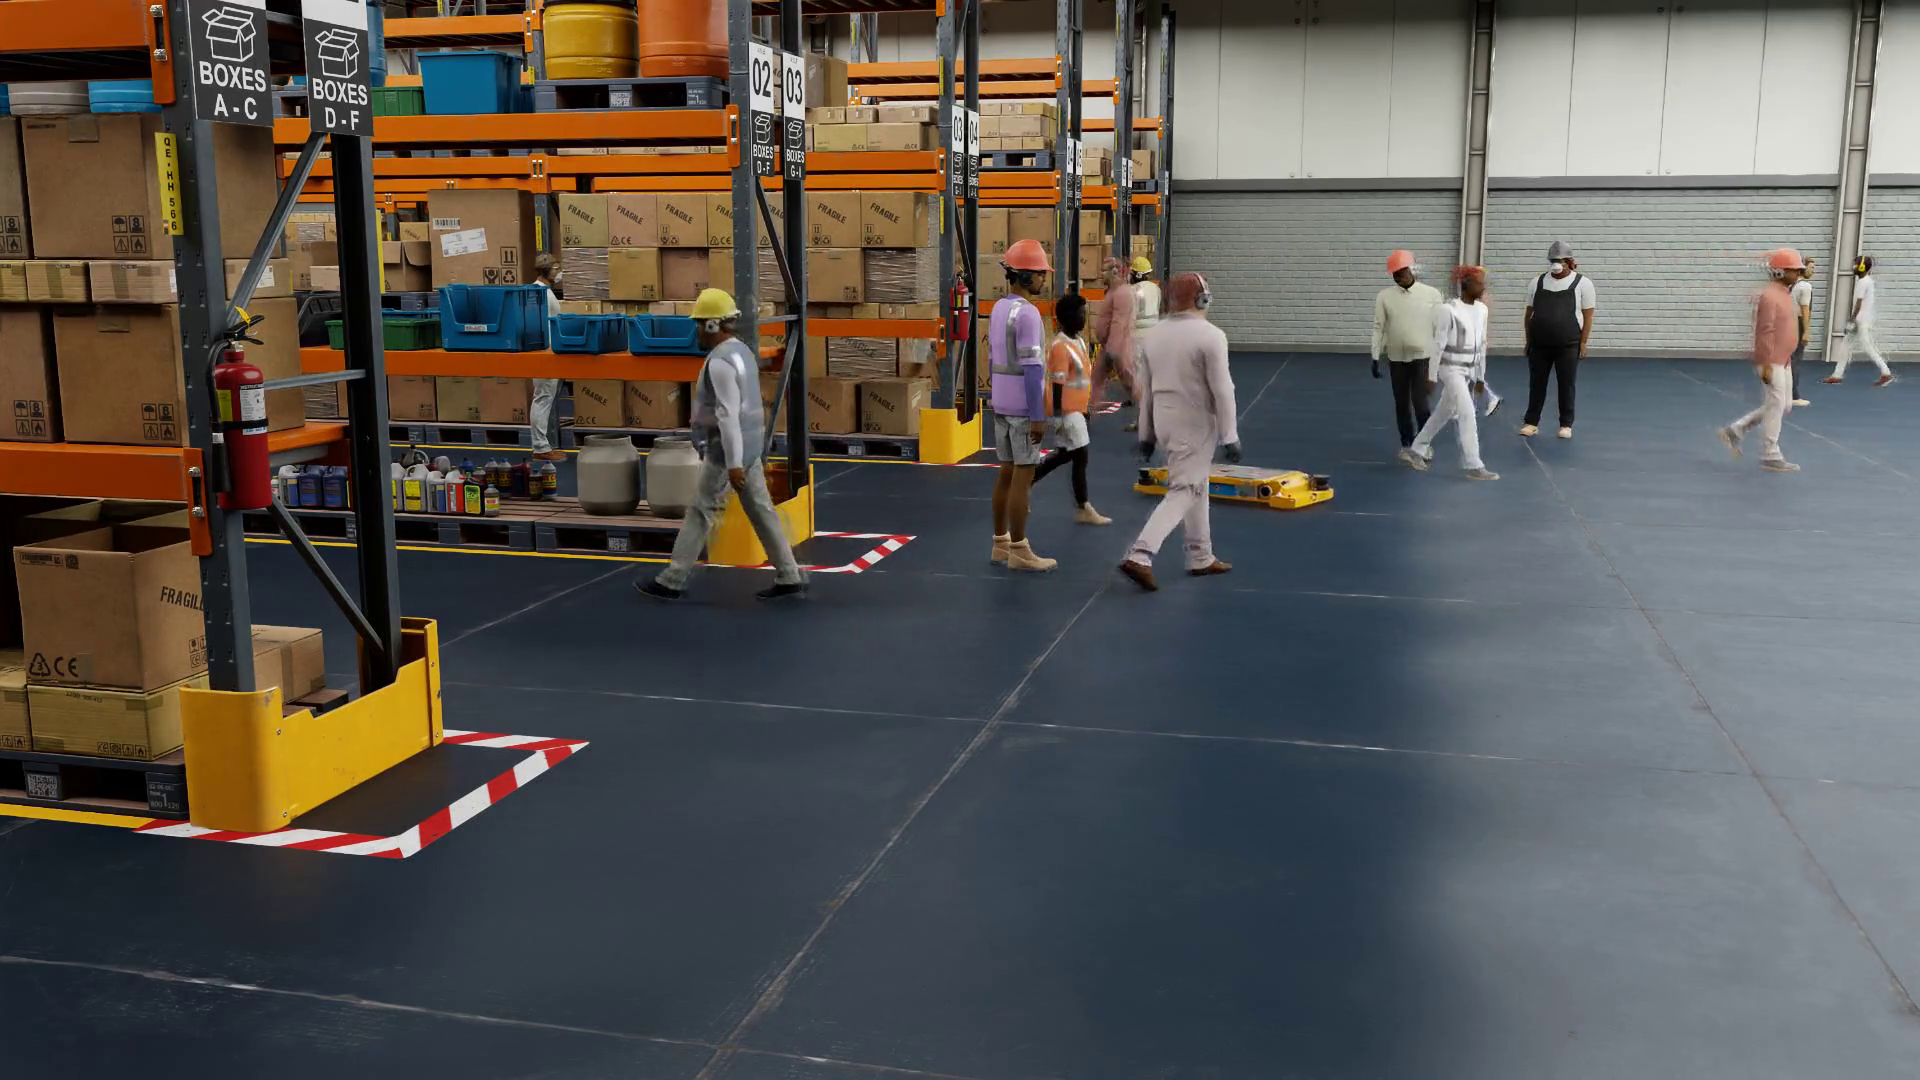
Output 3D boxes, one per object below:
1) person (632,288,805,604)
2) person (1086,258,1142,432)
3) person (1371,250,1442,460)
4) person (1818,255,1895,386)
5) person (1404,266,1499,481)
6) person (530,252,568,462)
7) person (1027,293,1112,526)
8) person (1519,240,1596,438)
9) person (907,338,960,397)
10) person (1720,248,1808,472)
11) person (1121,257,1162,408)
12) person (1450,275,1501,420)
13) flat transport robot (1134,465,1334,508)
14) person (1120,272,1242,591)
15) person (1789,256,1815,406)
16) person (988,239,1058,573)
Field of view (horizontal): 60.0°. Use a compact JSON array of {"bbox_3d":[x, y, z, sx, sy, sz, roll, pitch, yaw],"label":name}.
[{"bbox_3d":[-1.328,-0.512,9.315,0.970,1.773,0.601,1,10,8],"label":"person"},{"bbox_3d":[1.598,-2.059,17.661,0.986,1.852,0.664,-2,10,-9],"label":"person"},{"bbox_3d":[4.135,-1.695,15.376,0.639,1.947,0.594,6,12,29],"label":"person"},{"bbox_3d":[12.697,-3.074,23.352,0.939,1.833,0.524,5,12,28],"label":"person"},{"bbox_3d":[4.267,-1.459,14.425,0.587,1.834,1.014,-8,13,-37],"label":"person"},{"bbox_3d":[-3.831,-1.677,15.357,0.373,1.932,0.629,-3,11,-16],"label":"person"},{"bbox_3d":[0.717,-0.942,11.984,0.750,1.670,0.535,3,11,14],"label":"person"},{"bbox_3d":[6.171,-2.076,17.238,0.683,2.000,0.536,7,12,34],"label":"person"},{"bbox_3d":[-0.265,-2.401,19.446,0.974,1.887,0.564,2,10,13],"label":"person"},{"bbox_3d":[7.185,-1.604,14.805,0.643,1.976,0.619,9,14,42],"label":"person"},{"bbox_3d":[2.192,-2.527,20.305,0.404,1.837,0.596,9,14,42],"label":"person"},{"bbox_3d":[5.828,-2.211,18.790,0.459,1.750,0.538,1,10,3],"label":"person"},{"bbox_3d":[2.150,-0.447,13.121,1.431,0.197,0.652,8,13,38],"label":"flat transport robot"},{"bbox_3d":[1.298,-0.648,9.818,0.949,1.864,0.644,-6,12,-31],"label":"person"},{"bbox_3d":[10.317,-2.573,20.547,0.348,1.842,0.506,-1,10,-6],"label":"person"},{"bbox_3d":[0.394,-0.822,10.287,0.379,2.041,0.616,-4,11,-19],"label":"person"}]
